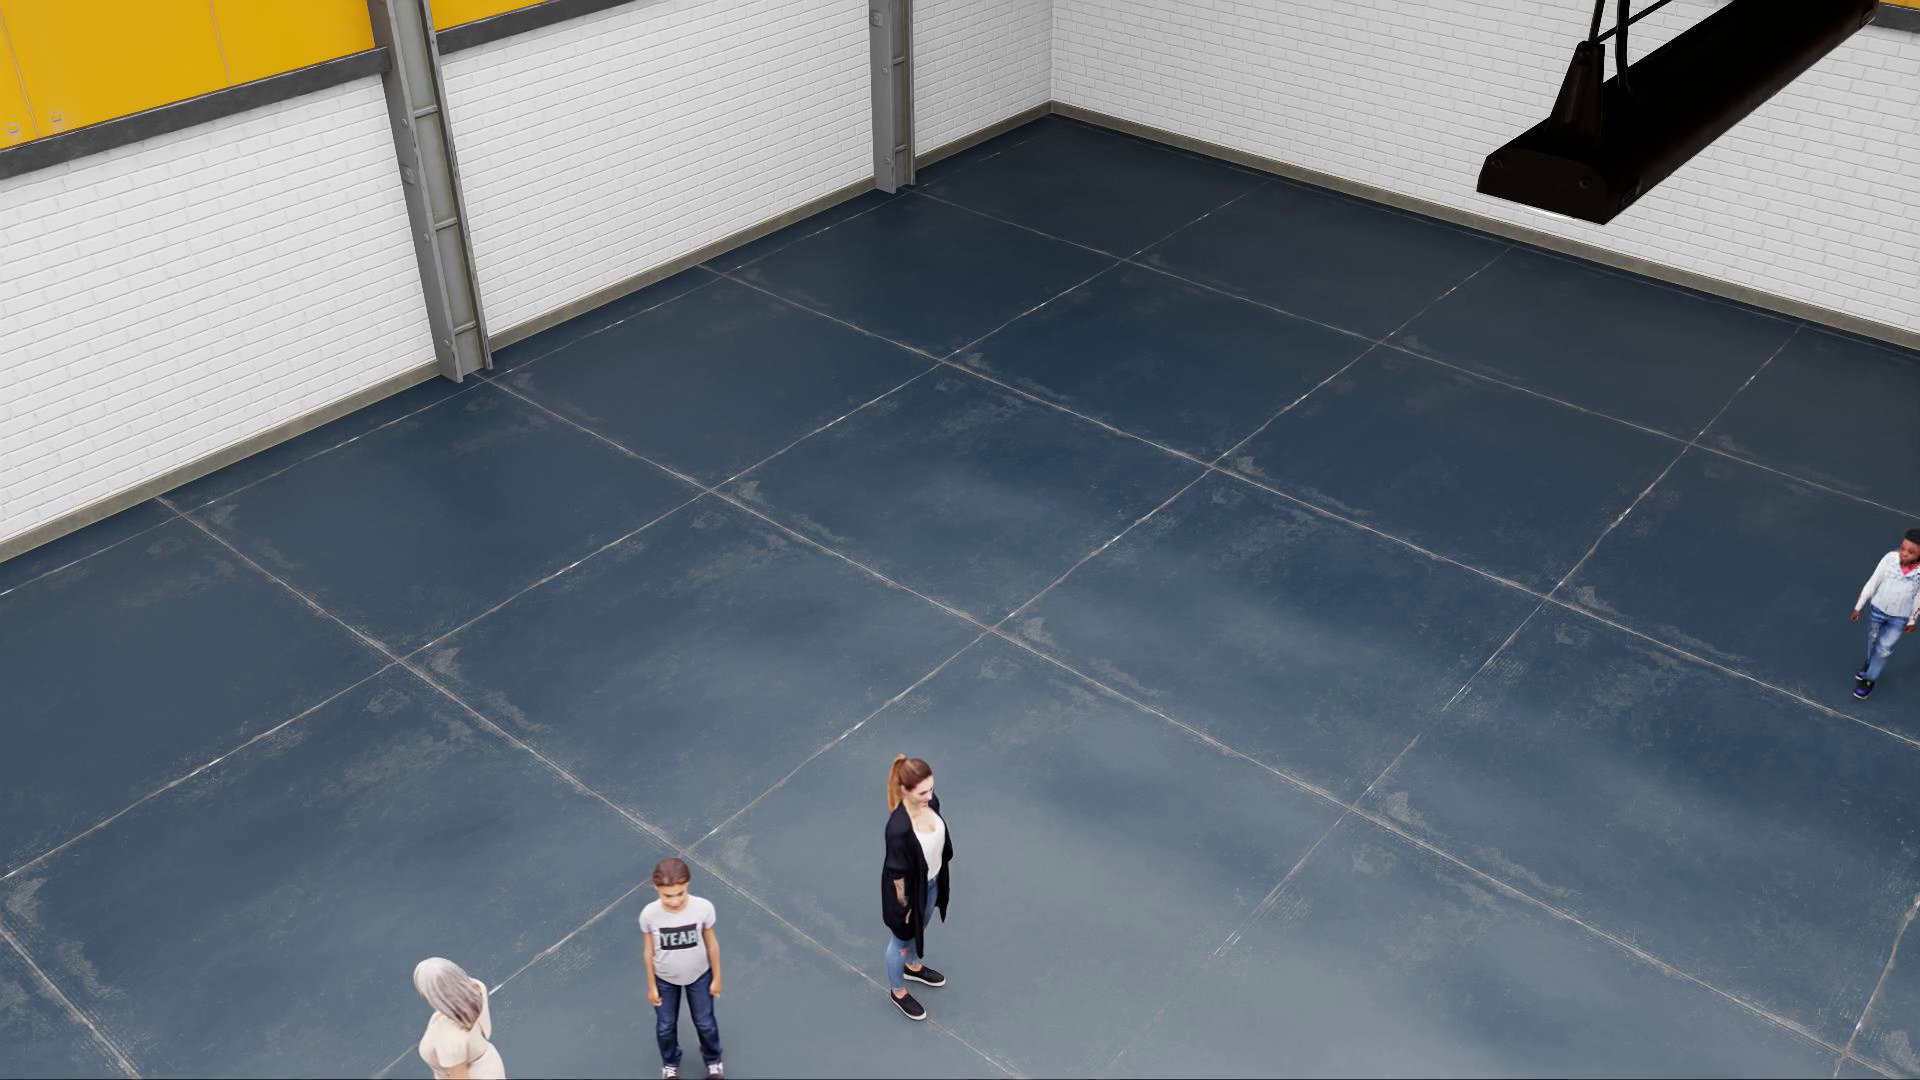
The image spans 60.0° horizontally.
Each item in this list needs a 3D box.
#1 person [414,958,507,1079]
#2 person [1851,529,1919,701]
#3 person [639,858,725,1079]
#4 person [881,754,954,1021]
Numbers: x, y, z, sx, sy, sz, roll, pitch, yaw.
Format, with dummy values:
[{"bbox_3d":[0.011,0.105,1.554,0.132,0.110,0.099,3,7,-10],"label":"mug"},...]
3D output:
[{"bbox_3d":[-2.246,2.560,7.735,0.753,1.737,0.681,0,34,-1],"label":"person"},{"bbox_3d":[6.399,0.447,11.360,0.763,1.243,0.592,-24,40,-31],"label":"person"},{"bbox_3d":[-1.416,2.188,8.453,0.623,1.561,0.685,-4,34,-5],"label":"person"},{"bbox_3d":[-0.259,1.827,8.882,0.734,1.689,0.569,16,37,23],"label":"person"}]
